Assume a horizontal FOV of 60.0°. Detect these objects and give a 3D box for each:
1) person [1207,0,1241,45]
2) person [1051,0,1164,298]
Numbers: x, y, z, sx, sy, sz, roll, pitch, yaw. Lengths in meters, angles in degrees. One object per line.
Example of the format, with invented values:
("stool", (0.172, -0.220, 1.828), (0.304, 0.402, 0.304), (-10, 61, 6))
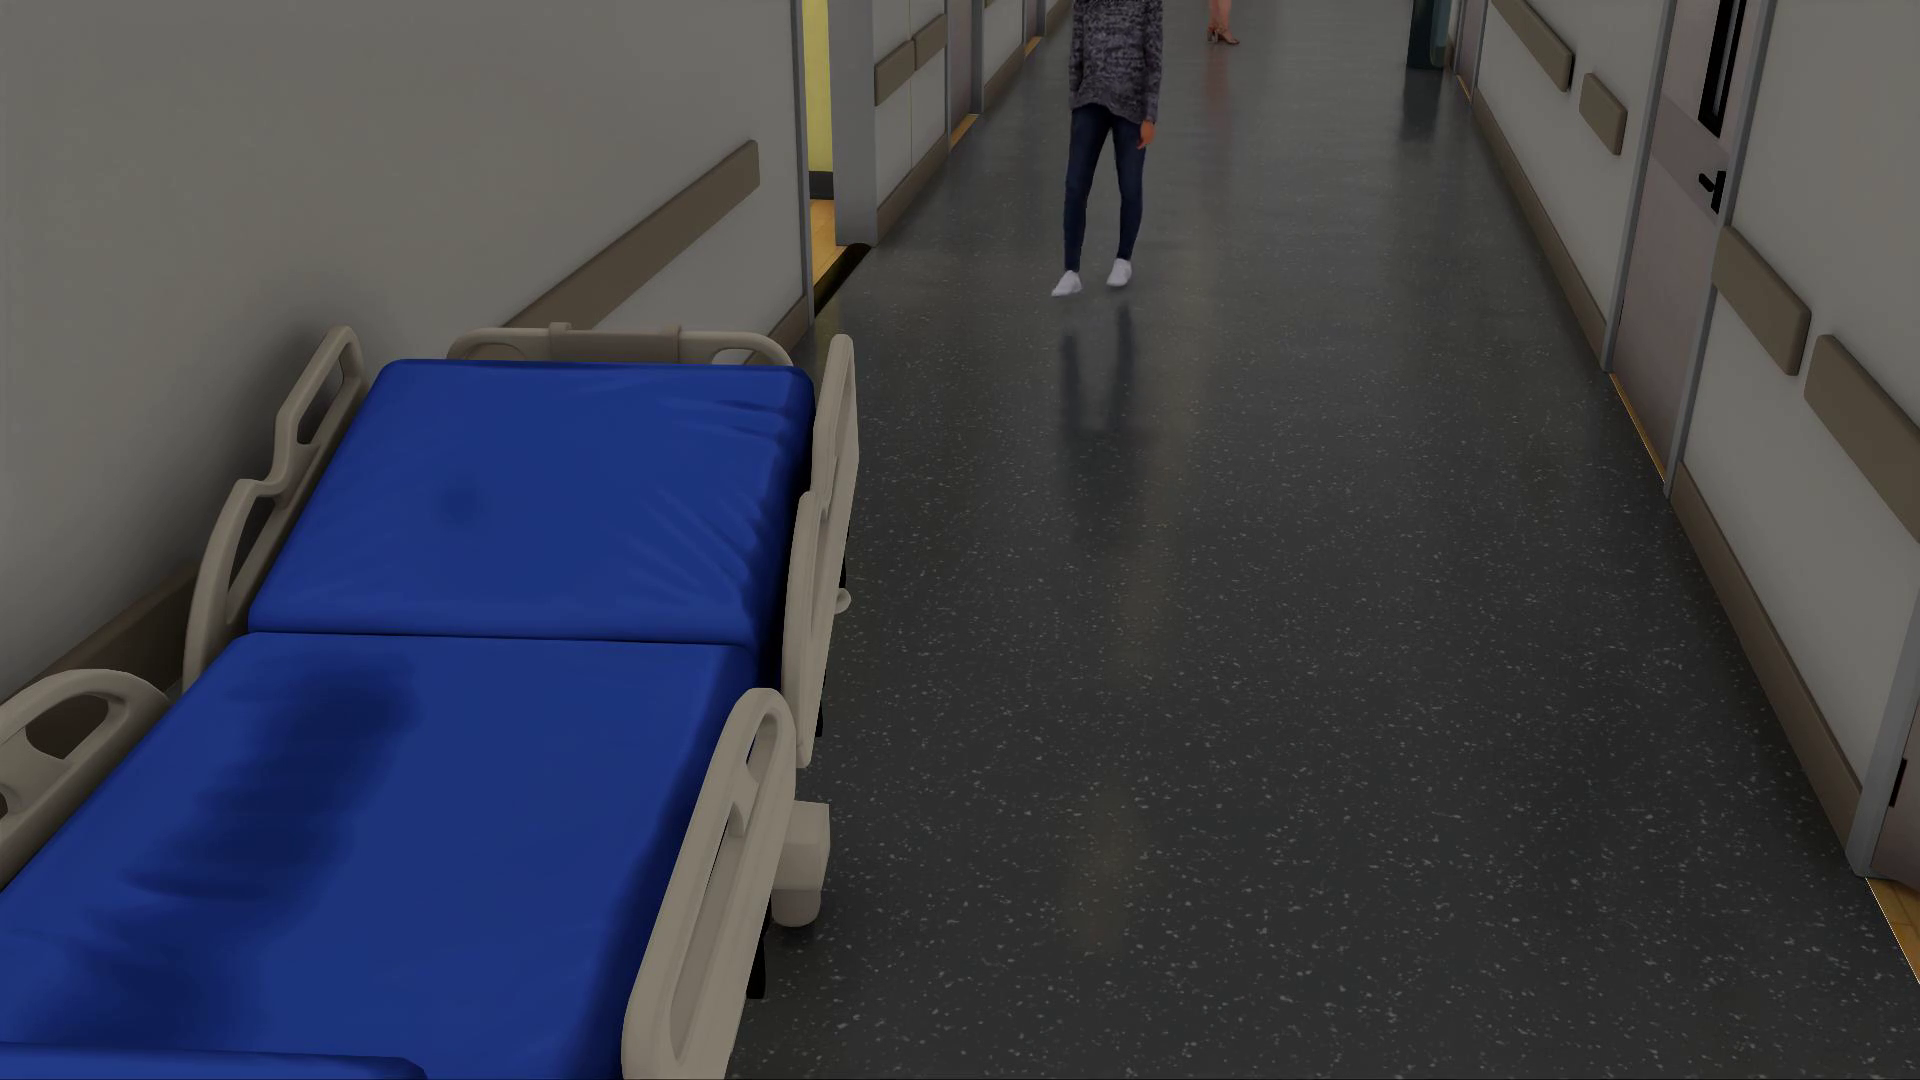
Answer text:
("person", (2.316, -5.206, 14.315), (0.753, 1.774, 0.739), (-5, 26, -9))
("person", (0.758, -2.020, 7.781), (0.873, 1.710, 0.757), (8, 27, 16))
